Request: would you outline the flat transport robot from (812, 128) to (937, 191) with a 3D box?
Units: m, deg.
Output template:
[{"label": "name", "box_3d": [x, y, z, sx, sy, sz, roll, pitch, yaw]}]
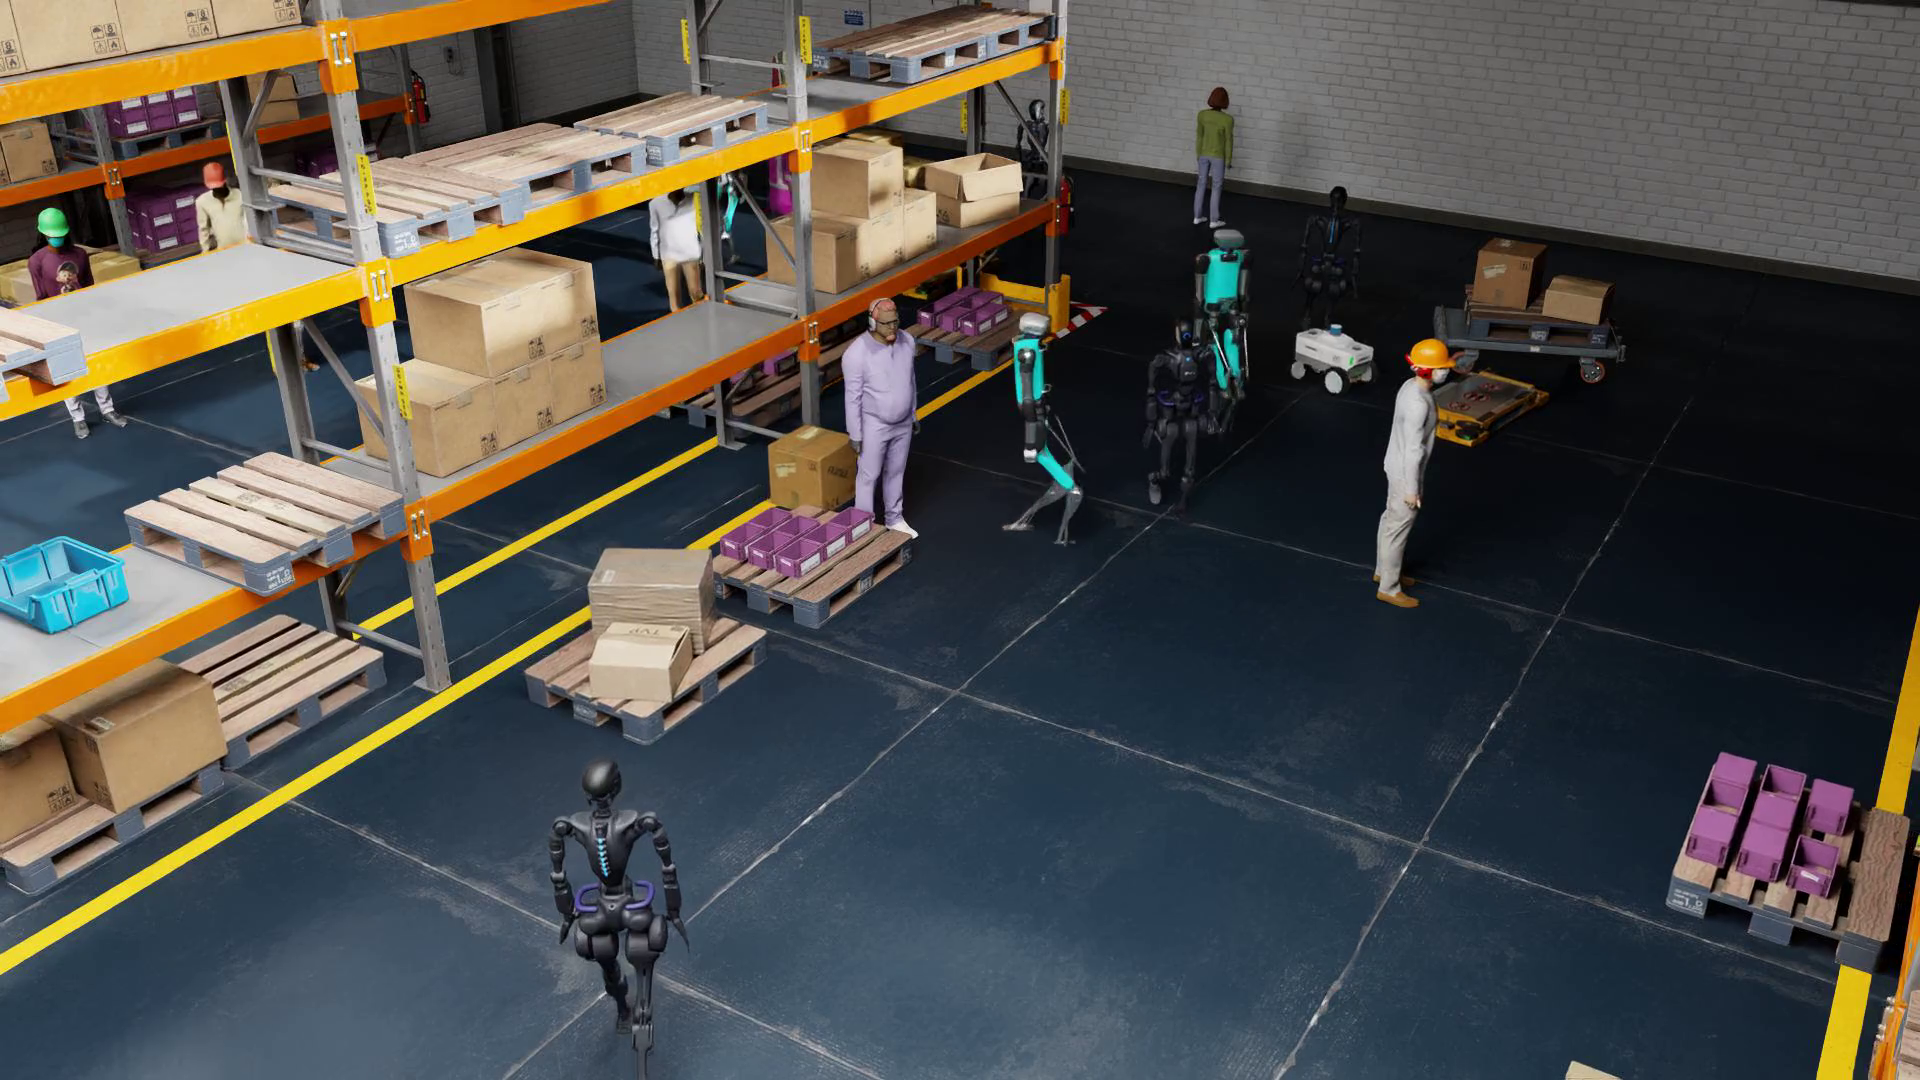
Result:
[{"label": "flat transport robot", "box_3d": [-0.986, -3.968, 20.017, 1.431, 0.231, 0.659, 22, 34, 36]}]

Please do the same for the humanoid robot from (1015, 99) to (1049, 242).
[{"label": "humanoid robot", "box_3d": [0.899, -4.199, 18.926, 0.596, 1.648, 0.356, 14, 30, 26]}]

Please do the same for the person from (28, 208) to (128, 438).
[{"label": "person", "box_3d": [-7.452, -1.841, 13.979, 0.432, 1.944, 0.488, 22, 34, 36]}]

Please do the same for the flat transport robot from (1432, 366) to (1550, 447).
[{"label": "flat transport robot", "box_3d": [4.516, -1.171, 14.505, 0.659, 0.231, 1.431, 23, 35, 38]}]

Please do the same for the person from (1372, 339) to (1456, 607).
[{"label": "person", "box_3d": [3.076, -0.472, 11.335, 0.379, 1.895, 0.561, 5, 27, 10]}]

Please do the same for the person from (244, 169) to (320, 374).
[{"label": "person", "box_3d": [-6.125, -2.436, 15.186, 0.472, 1.918, 0.622, 9, 28, 17]}]

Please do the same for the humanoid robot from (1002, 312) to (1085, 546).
[{"label": "humanoid robot", "box_3d": [0.691, -0.777, 12.126, 0.787, 1.802, 0.551, 2, 27, 4]}]

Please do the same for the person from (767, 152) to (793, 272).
[{"label": "person", "box_3d": [-1.807, -3.531, 17.434, 0.533, 1.825, 0.545, -12, 29, -22]}]

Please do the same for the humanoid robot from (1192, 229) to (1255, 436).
[{"label": "humanoid robot", "box_3d": [2.240, -1.651, 13.828, 0.534, 1.794, 0.620, -10, 29, -19]}]

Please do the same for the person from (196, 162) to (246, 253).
[{"label": "person", "box_3d": [-7.036, -2.843, 16.185, 0.654, 1.726, 0.483, -5, 27, -9]}]

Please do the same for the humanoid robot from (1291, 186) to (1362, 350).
[{"label": "humanoid robot", "box_3d": [3.418, -2.479, 15.536, 0.611, 1.632, 0.380, 5, 27, 11]}]

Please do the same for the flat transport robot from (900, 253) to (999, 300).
[{"label": "flat transport robot", "box_3d": [-0.232, -2.898, 17.909, 0.659, 0.231, 1.431, 16, 31, 29]}]

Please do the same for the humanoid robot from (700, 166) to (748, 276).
[{"label": "humanoid robot", "box_3d": [-2.649, -3.729, 17.947, 0.546, 1.773, 0.935, 7, 28, 13]}]

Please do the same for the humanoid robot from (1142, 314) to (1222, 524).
[{"label": "humanoid robot", "box_3d": [1.655, -0.943, 12.513, 0.615, 1.644, 0.461, -6, 28, -12]}]

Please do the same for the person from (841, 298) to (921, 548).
[{"label": "person", "box_3d": [-0.534, -0.838, 12.043, 0.650, 1.906, 0.405, -22, 34, -37]}]

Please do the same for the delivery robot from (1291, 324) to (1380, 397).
[{"label": "delivery robot", "box_3d": [3.403, -1.675, 15.167, 0.499, 0.580, 0.766, -19, 33, -33]}]

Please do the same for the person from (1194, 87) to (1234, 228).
[{"label": "person", "box_3d": [2.984, -4.500, 19.566, 0.492, 1.624, 0.280, 20, 33, 34]}]

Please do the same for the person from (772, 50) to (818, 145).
[{"label": "person", "box_3d": [-2.128, -5.676, 21.646, 0.619, 1.845, 0.431, -4, 27, -7]}]

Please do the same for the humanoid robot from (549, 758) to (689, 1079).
[{"label": "humanoid robot", "box_3d": [-1.513, 1.686, 7.375, 0.588, 1.627, 0.783, -2, 27, -3]}]

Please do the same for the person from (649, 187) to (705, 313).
[{"label": "person", "box_3d": [-2.705, -2.810, 16.124, 0.580, 1.720, 0.660, -3, 27, -6]}]

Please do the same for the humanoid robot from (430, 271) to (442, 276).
[{"label": "humanoid robot", "box_3d": [-5.176, -2.935, 16.432, 0.463, 1.647, 0.612, -13, 30, -24]}]
